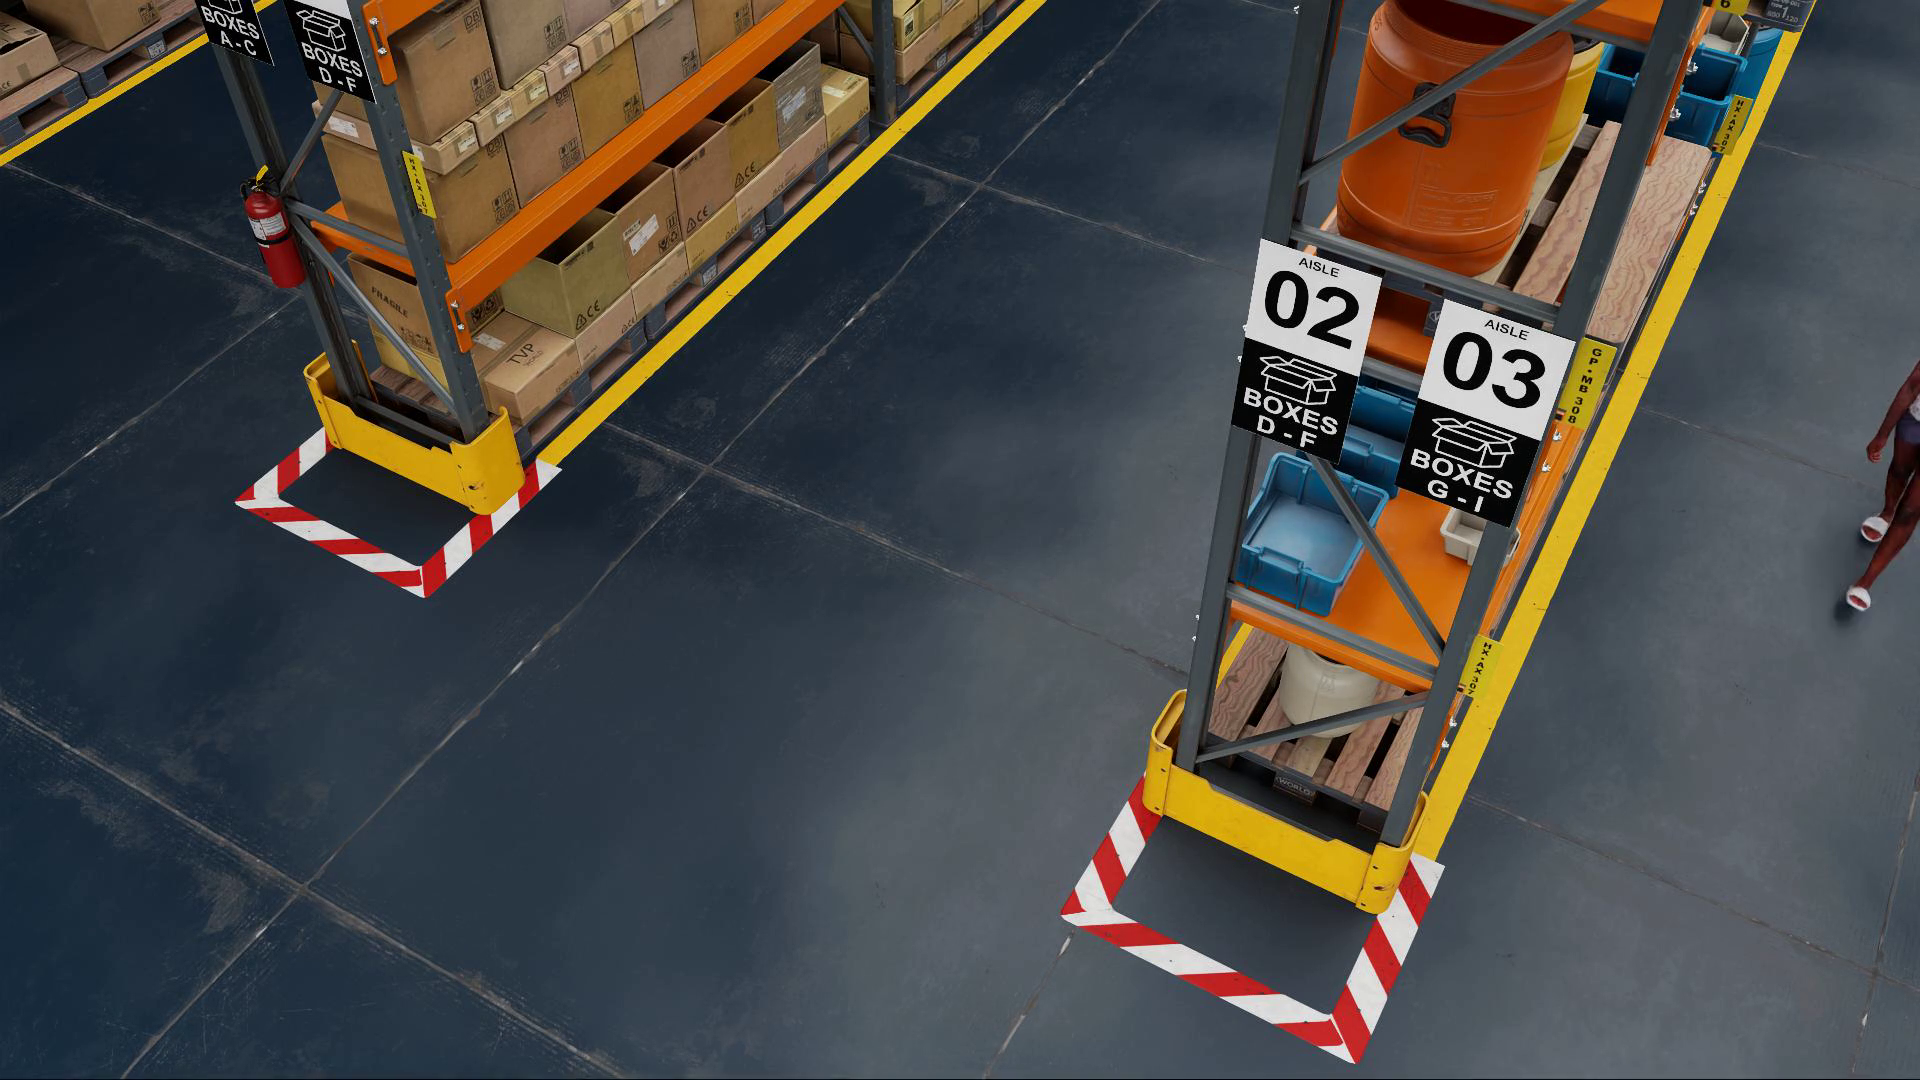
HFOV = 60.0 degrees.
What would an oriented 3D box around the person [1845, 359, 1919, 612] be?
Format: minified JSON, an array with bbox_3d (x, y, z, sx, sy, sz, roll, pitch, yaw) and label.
[{"bbox_3d":[4.700,-0.551,8.000,0.734,1.680,1.176,31,54,25],"label":"person"}]
